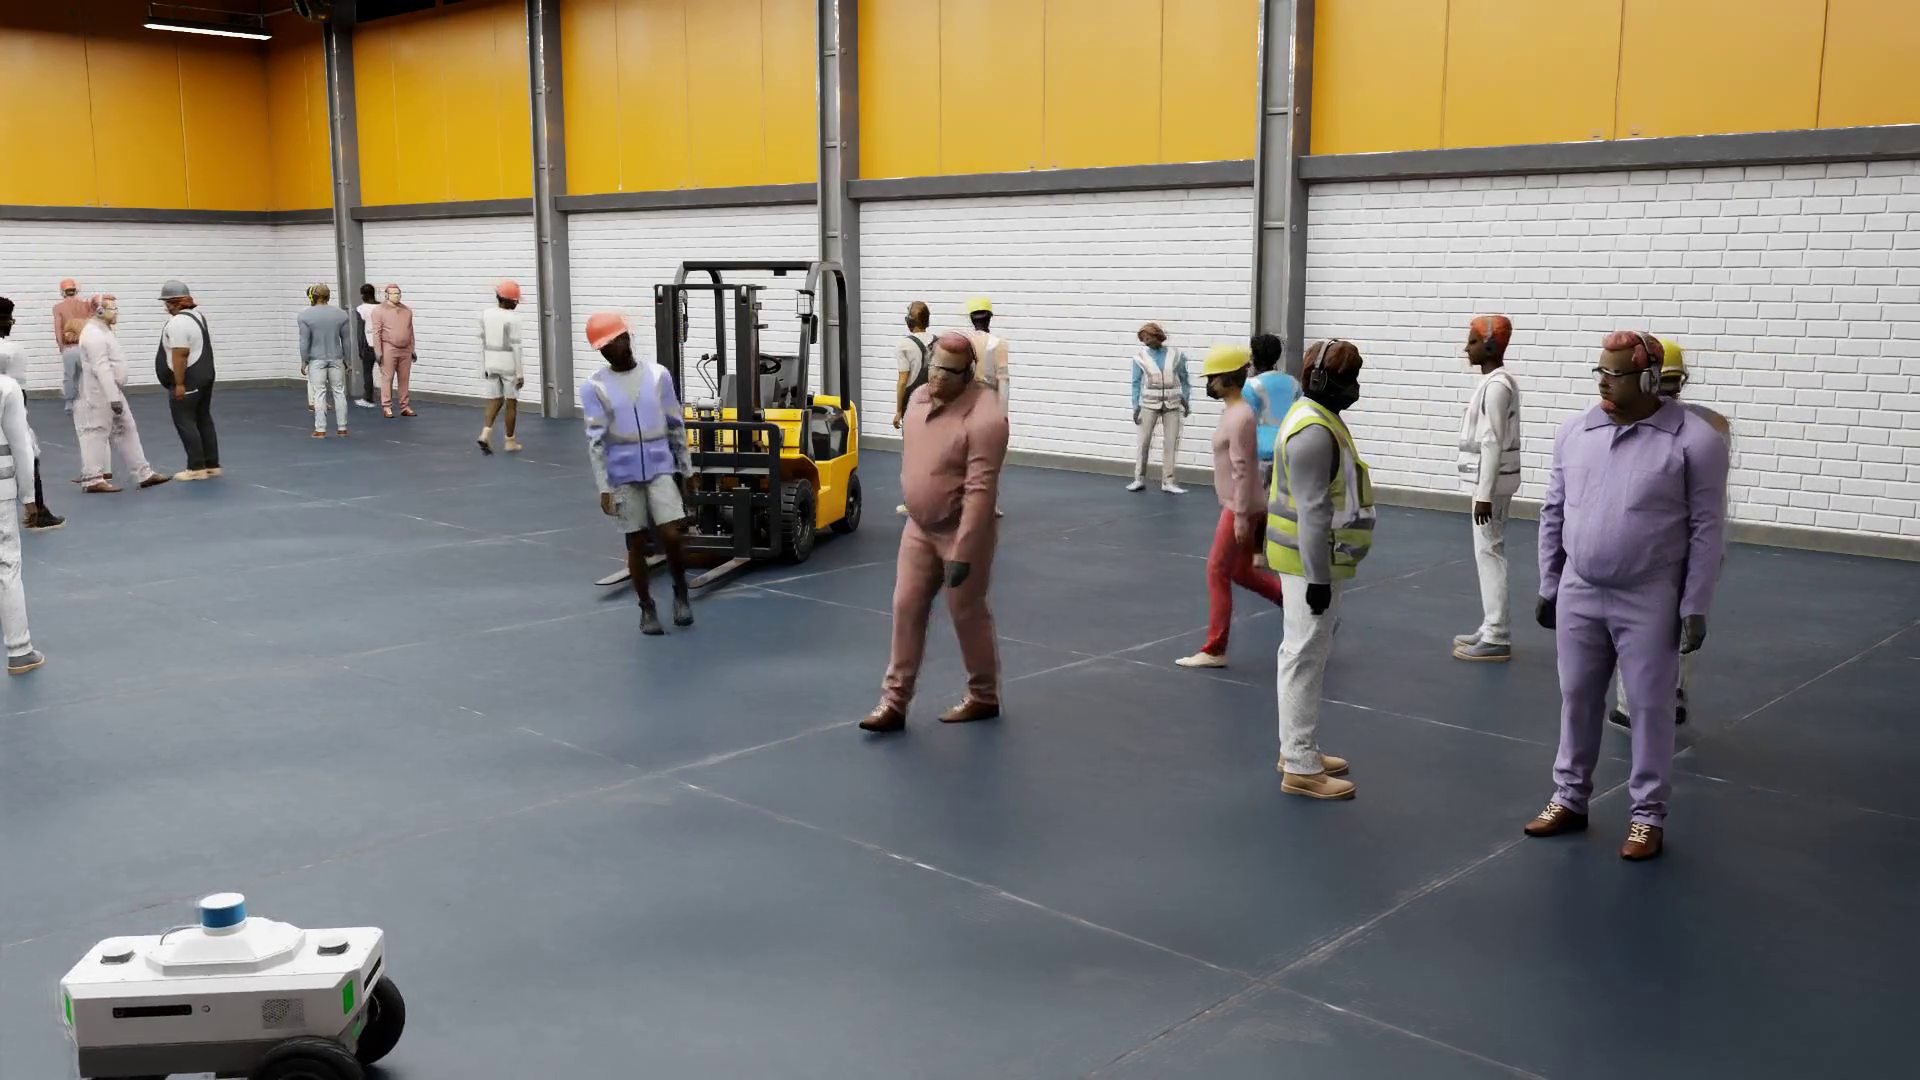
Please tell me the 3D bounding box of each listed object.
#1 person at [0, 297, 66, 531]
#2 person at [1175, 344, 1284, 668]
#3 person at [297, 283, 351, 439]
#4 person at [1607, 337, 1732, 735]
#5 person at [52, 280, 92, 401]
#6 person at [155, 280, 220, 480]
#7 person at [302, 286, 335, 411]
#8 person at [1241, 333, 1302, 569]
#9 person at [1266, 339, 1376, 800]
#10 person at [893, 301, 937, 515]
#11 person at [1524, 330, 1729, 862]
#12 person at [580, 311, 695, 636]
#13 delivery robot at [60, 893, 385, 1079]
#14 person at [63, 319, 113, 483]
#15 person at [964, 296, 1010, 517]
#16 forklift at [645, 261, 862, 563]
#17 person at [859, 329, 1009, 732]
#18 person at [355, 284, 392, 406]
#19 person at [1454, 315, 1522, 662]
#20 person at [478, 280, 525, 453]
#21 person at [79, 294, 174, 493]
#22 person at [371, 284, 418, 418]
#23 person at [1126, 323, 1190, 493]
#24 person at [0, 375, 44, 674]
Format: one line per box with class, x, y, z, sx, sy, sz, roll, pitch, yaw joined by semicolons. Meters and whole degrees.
person;-7.607;-0.967;13.119;0.624;1.923;0.996;2;9;12
person;1.553;-0.172;8.810;0.720;1.733;0.550;1;9;7
person;-7.946;-2.236;20.830;0.636;1.939;0.362;-7;12;-37
person;3.132;-0.007;7.536;0.616;1.813;0.429;0;9;1
person;-14.088;-3.154;26.450;0.622;1.943;0.985;-8;12;-40
person;-7.851;-1.637;16.849;0.537;2.000;0.690;-1;9;-3
person;-9.606;-2.860;24.892;0.319;1.867;0.552;2;9;10
person;2.239;-0.604;11.610;0.549;1.676;0.617;-6;11;-33
person;1.463;0.108;6.770;0.430;1.841;0.624;2;9;12
person;-0.346;-1.129;14.333;0.513;1.843;0.334;-6;11;-34
person;2.382;0.198;6.021;0.402;1.902;0.652;-9;13;-43
person;-1.842;-0.368;9.558;0.650;1.884;0.412;-3;10;-21
delivery robot;-1.828;1.128;4.156;0.707;0.478;0.477;-1;9;-6
person;-8.693;-1.378;16.536;0.282;1.626;0.501;2;9;12
person;0.171;-1.111;14.084;0.609;1.888;0.536;5;11;28
forklift;-1.552;-1.040;12.721;1.214;2.155;2.313;2;9;11
person;-0.111;-0.021;7.516;0.860;1.853;0.723;-9;13;-44
person;-8.988;-2.965;25.496;0.836;1.878;0.670;9;13;44
person;2.877;-0.282;9.057;0.342;1.876;0.575;3;10;16
person;-5.220;-1.979;19.131;0.645;1.994;0.545;4;10;22
person;-7.950;-1.386;15.798;0.827;1.877;0.662;-3;10;-18
person;-8.054;-2.699;23.771;0.406;1.906;0.654;8;12;40
person;1.875;-1.240;15.732;0.605;1.616;0.342;0;9;-1
person;-5.118;-0.222;8.650;0.576;1.885;0.355;-3;10;-16
